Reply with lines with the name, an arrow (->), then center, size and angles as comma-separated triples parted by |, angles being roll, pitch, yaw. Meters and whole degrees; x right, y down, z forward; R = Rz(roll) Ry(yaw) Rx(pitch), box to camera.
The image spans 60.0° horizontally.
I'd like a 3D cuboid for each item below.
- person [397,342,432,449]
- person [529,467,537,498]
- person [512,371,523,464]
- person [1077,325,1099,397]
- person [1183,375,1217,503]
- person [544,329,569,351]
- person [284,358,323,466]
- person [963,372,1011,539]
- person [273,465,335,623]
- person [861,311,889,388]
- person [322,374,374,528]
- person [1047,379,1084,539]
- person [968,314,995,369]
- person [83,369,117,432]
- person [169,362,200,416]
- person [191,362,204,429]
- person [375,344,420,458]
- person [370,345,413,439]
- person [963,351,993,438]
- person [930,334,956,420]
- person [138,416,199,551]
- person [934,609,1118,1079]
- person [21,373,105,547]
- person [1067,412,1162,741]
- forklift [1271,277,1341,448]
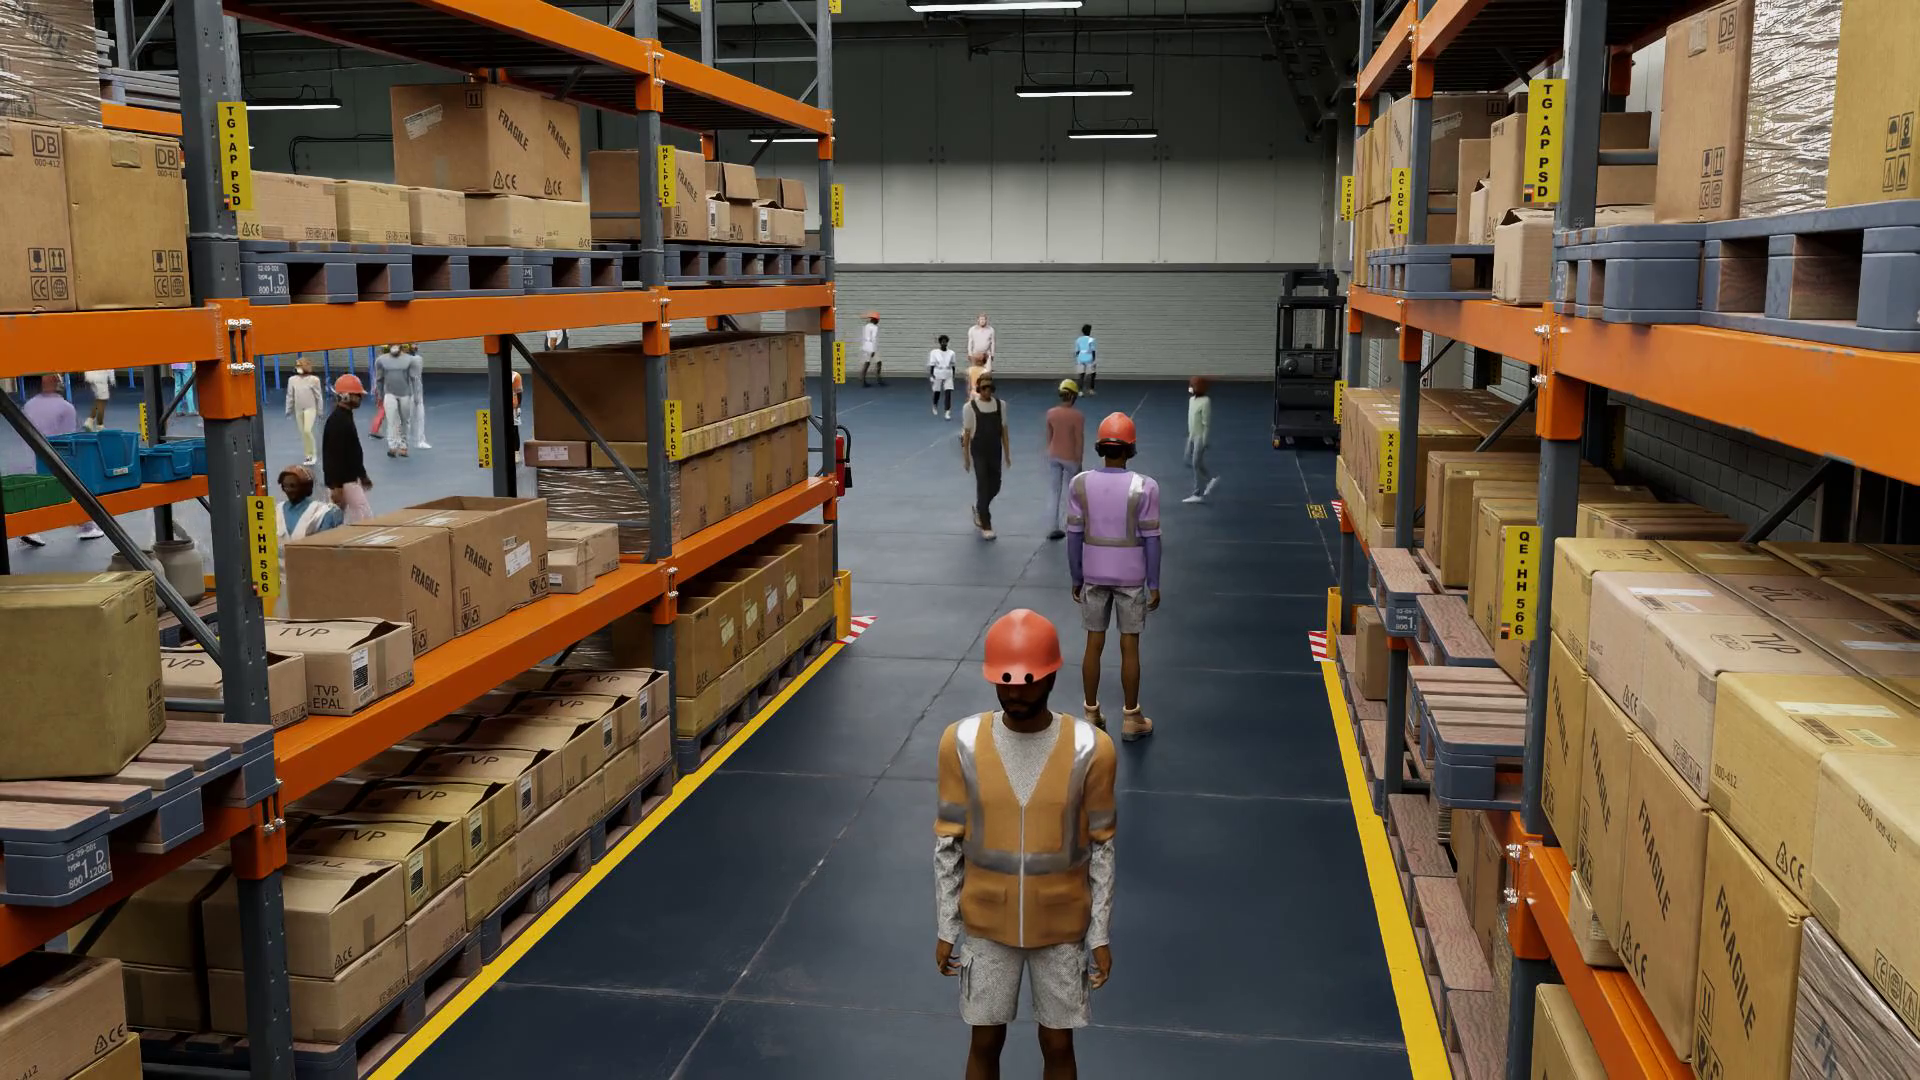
person -> -9.080, -2.446, 27.483 | 0.701, 1.856, 0.523 | 6, 11, 33
person -> -3.176, -0.151, 13.446 | 0.608, 1.813, 0.482 | 2, 9, 10
person -> -6.878, -2.000, 25.211 | 0.536, 1.696, 0.321 | 2, 9, 11
person -> 2.969, -4.148, 38.525 | 0.545, 1.670, 0.668 | 7, 11, 36
person -> 3.048, -1.284, 21.040 | 0.456, 1.622, 0.504 | -3, 10, -20
person -> -9.582, -4.455, 39.422 | 0.536, 2.000, 0.688 | 3, 10, 18
person -> -9.856, -1.915, 24.944 | 0.506, 1.618, 0.504 | 2, 9, 12
person -> 0.263, -0.956, 18.393 | 0.521, 1.822, 0.762 | -4, 10, -21
person -> -4.494, 0.280, 11.422 | 0.531, 1.613, 0.748 | 1, 9, 8
person -> -2.135, -4.783, 41.716 | 0.838, 1.900, 0.552 | -6, 11, -32
person -> -5.647, -0.571, 15.620 | 0.964, 1.951, 0.636 | -4, 10, -22
person -> 1.201, -0.893, 18.283 | 0.519, 1.734, 0.649 | 7, 11, 36
person -> 0.511, -4.444, 39.713 | 0.654, 1.890, 0.533 | -1, 9, -4
person -> -15.109, -2.828, 29.332 | 0.637, 2.017, 0.514 | 7, 11, 36
person -> -15.653, -3.415, 33.476 | 0.567, 1.847, 0.389 | 1, 9, 8
person -> -13.961, -3.009, 31.061 | 0.585, 1.835, 1.018 | 2, 10, 14
person -> -8.782, -2.223, 25.980 | 0.659, 1.889, 0.989 | -2, 9, -13
person -> -10.039, -2.652, 29.189 | 0.545, 1.716, 0.919 | 8, 12, 41
person -> 0.303, -2.247, 26.936 | 0.527, 1.632, 0.432 | 8, 12, 41
person -> -0.346, -3.230, 32.833 | 0.541, 1.679, 0.667 | -2, 9, -10
person -> -7.919, -0.538, 16.495 | 0.502, 1.608, 0.804 | 4, 10, 25
person -> 0.192, 1.155, 5.013 | 0.551, 1.934, 0.372 | 1, 9, 7
person -> -9.722, -0.881, 17.816 | 0.654, 1.866, 0.972 | 2, 9, 13
person -> 0.974, 0.223, 10.418 | 0.611, 2.048, 0.364 | 4, 10, 24
forklift -> 5.847, -3.016, 27.970 | 1.129, 2.768, 1.873 | 1, 9, 9
